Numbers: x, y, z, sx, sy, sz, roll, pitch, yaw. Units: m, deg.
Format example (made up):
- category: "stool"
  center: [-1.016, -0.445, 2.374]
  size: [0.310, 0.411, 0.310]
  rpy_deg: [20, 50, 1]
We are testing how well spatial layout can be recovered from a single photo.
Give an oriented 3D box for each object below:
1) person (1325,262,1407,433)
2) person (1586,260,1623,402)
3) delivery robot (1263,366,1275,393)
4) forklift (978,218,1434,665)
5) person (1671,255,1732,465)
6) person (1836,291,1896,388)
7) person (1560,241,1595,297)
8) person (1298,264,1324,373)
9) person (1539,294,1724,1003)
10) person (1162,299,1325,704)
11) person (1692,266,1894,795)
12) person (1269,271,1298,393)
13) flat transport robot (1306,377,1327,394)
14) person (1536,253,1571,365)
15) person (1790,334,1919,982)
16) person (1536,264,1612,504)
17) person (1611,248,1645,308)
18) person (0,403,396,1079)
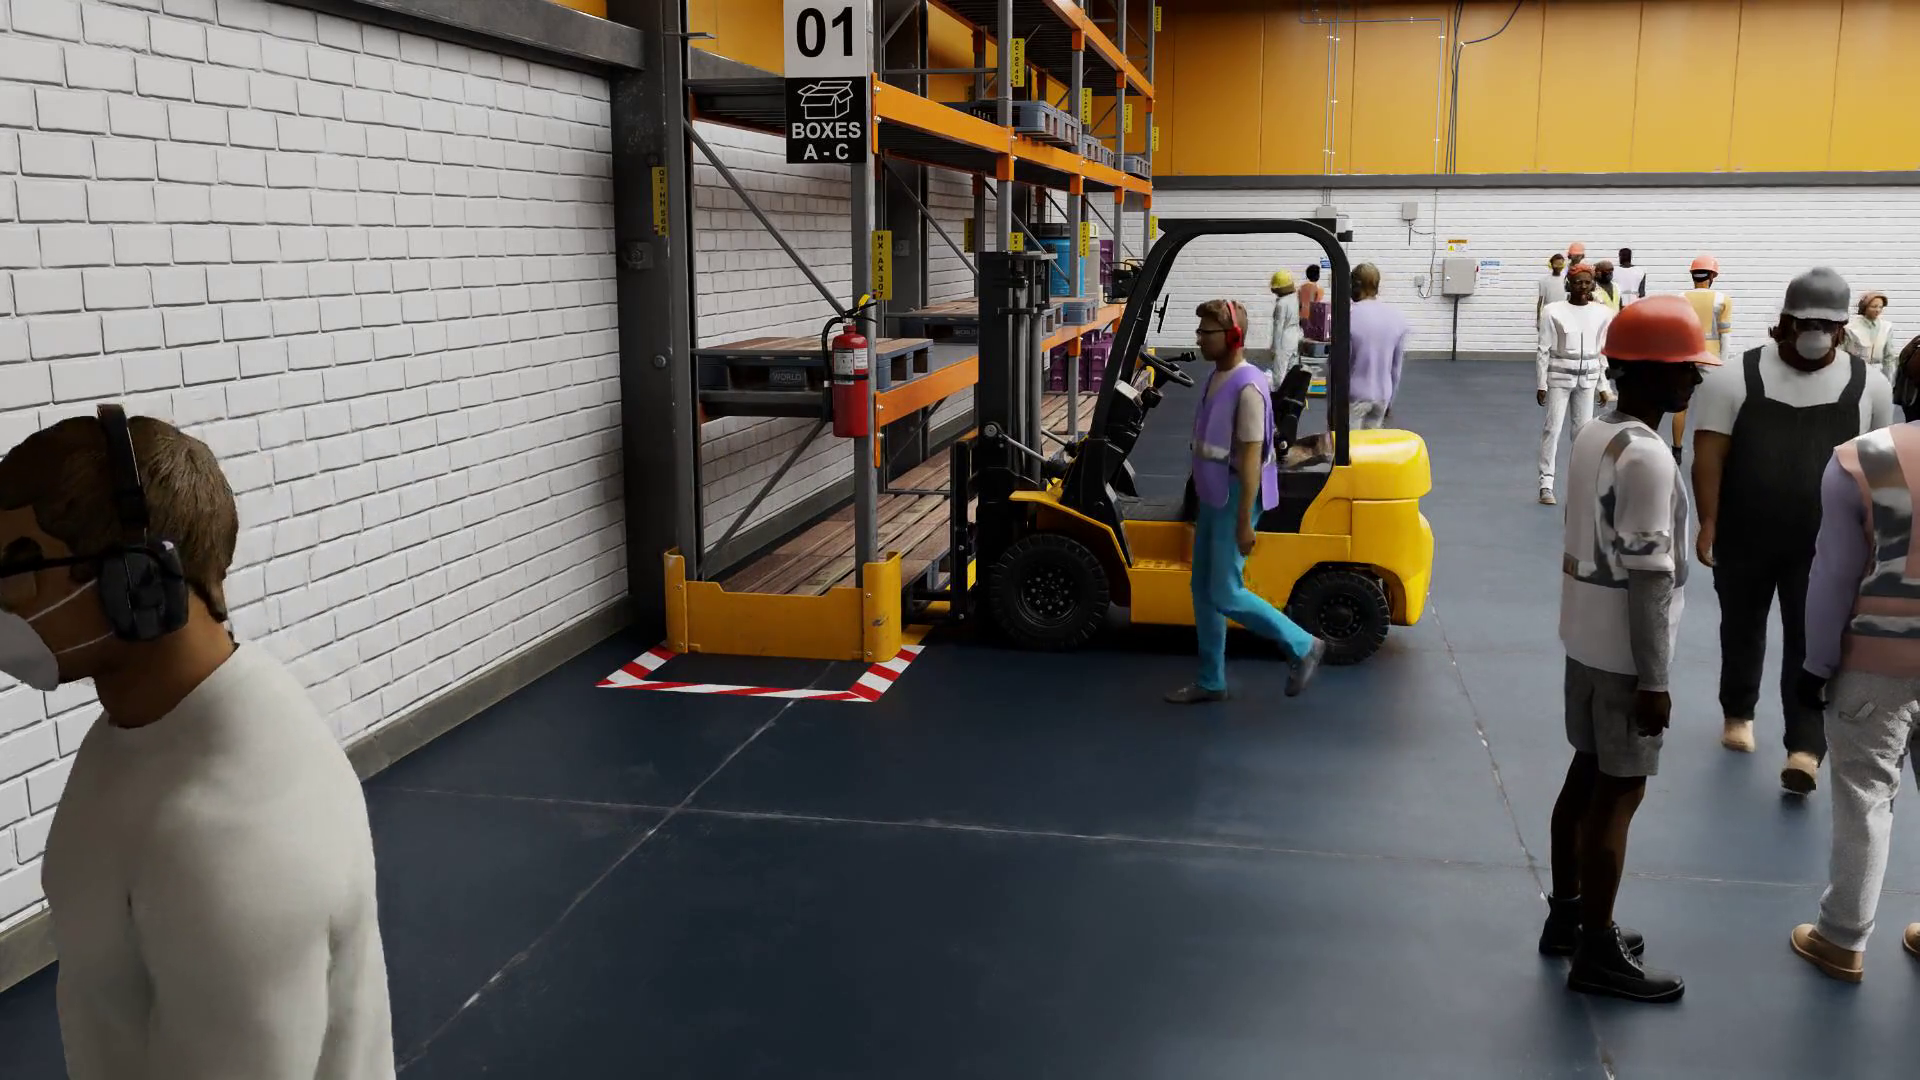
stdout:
- category: "person"
  center: [2.824, -0.972, 11.609]
  size: [0.654, 1.923, 0.710]
  rpy_deg: [-5, 11, -24]
- category: "person"
  center: [8.224, -2.712, 21.492]
  size: [0.615, 1.799, 0.950]
  rpy_deg: [-6, 12, -28]
- category: "delivery robot"
  center: [3.703, -1.839, 19.848]
  size: [0.707, 0.478, 0.477]
  rpy_deg: [10, 14, 44]
- category: "forklift"
  center: [1.285, -0.567, 8.635]
  size: [2.313, 2.155, 1.214]
  rpy_deg: [2, 11, 11]
- category: "person"
  center: [6.740, -1.632, 15.206]
  size: [0.542, 1.927, 0.374]
  rpy_deg: [6, 12, 29]
- category: "person"
  center: [7.965, -1.391, 14.737]
  size: [0.522, 1.617, 0.418]
  rpy_deg: [-1, 10, -8]
- category: "person"
  center: [9.488, -3.612, 25.786]
  size: [0.644, 2.024, 0.534]
  rpy_deg: [2, 11, 10]
- category: "person"
  center: [5.329, -3.380, 25.444]
  size: [0.628, 1.680, 0.542]
  rpy_deg: [-5, 11, -25]
- category: "person"
  center: [1.856, 0.295, 4.609]
  size: [0.357, 1.936, 0.551]
  rpy_deg: [1, 10, 3]
- category: "person"
  center: [1.254, -0.150, 7.358]
  size: [0.604, 1.826, 0.572]
  rpy_deg: [-1, 10, -8]
- category: "person"
  center: [3.175, -0.085, 6.411]
  size: [0.684, 2.000, 1.061]
  rpy_deg: [5, 11, 26]
- category: "person"
  center: [3.648, -2.158, 18.703]
  size: [0.345, 1.709, 0.605]
  rpy_deg: [7, 12, 33]
- category: "flat transport robot"
  center: [4.785, -2.026, 21.908]
  size: [1.431, 0.197, 0.652]
  rpy_deg: [1, 10, 4]
- category: "person"
  center: [8.625, -3.215, 24.084]
  size: [0.560, 1.852, 0.388]
  rpy_deg: [-1, 10, -4]
- category: "person"
  center: [2.661, 0.335, 4.657]
  size: [0.633, 1.843, 0.429]
  rpy_deg: [0, 10, 2]
- category: "person"
  center: [4.800, -1.214, 13.037]
  size: [0.575, 1.882, 0.354]
  rpy_deg: [0, 10, -2]
- category: "person"
  center: [10.713, -3.739, 26.830]
  size: [0.631, 1.906, 0.395]
  rpy_deg: [2, 10, 9]
- category: "person"
  center: [-0.865, 0.813, 1.808]
  size: [0.545, 1.921, 0.660]
  rpy_deg: [-6, 12, -31]
